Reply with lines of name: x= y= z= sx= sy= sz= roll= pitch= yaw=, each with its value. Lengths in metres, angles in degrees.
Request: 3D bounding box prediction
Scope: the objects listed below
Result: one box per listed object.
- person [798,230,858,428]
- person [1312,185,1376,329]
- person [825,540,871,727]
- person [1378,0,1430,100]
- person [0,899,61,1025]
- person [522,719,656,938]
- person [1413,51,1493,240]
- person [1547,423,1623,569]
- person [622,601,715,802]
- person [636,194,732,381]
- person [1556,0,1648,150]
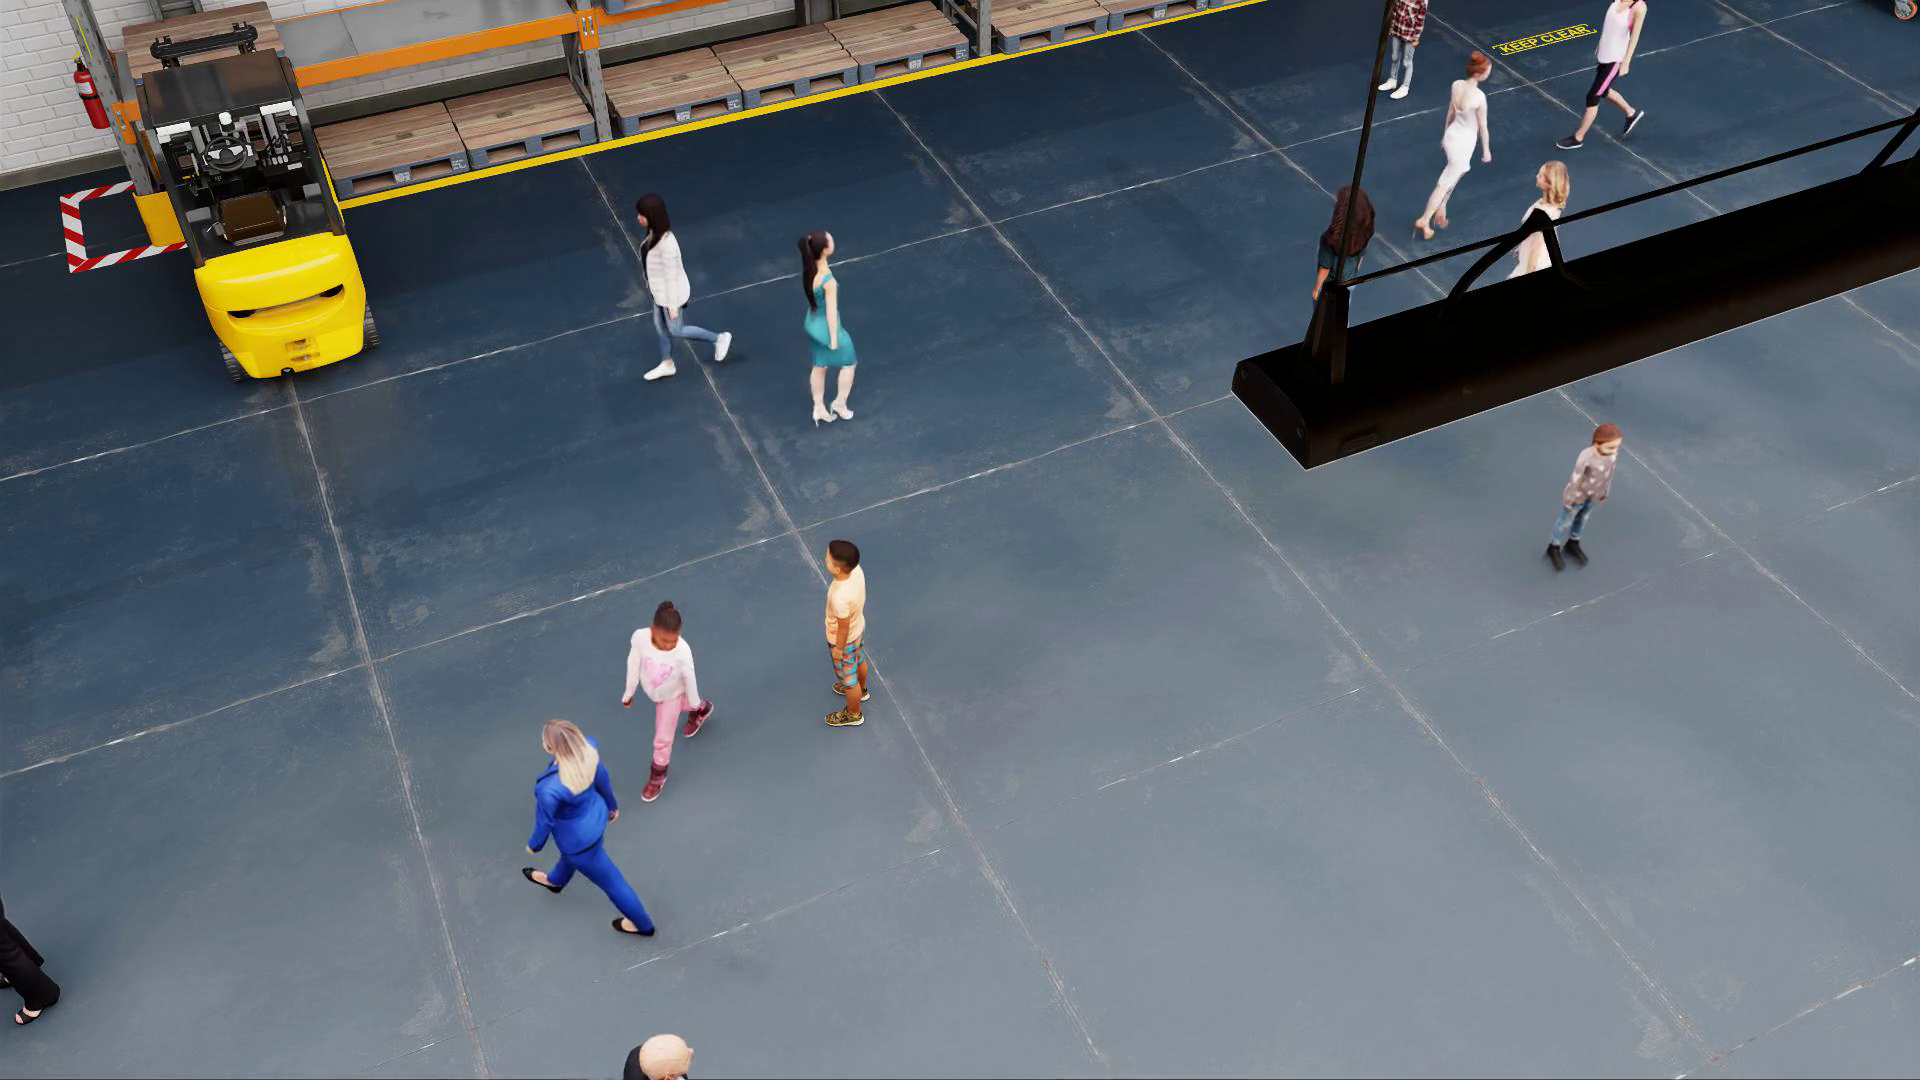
person: x=-1.064 y=-1.510 z=12.205 sx=0.650 sy=1.674 sz=0.606 roll=-28 pitch=50 yaw=-26
person: x=2.892 y=-1.995 z=12.755 sx=0.521 sy=1.616 sz=0.648 roll=-19 pitch=47 yaw=-18
person: x=-0.689 y=0.552 z=10.194 sx=0.637 sy=1.461 sz=0.602 roll=7 pitch=44 yaw=7
person: x=4.321 y=-4.916 z=16.047 sx=0.564 sy=1.305 sz=0.562 roll=-28 pitch=50 yaw=-26
person: x=-5.123 y=1.922 z=8.612 sx=0.577 sy=1.660 sz=0.621 roll=-28 pitch=50 yaw=-26
person: x=-1.936 y=1.607 z=8.942 sx=1.152 sy=1.660 sz=1.052 roll=11 pitch=45 yaw=11
person: x=4.083 y=-3.256 z=13.960 sx=0.701 sy=1.780 sz=0.618 roll=-13 pitch=45 yaw=-14
person: x=4.250 y=-0.333 z=11.318 sx=0.441 sy=1.193 sz=0.564 roll=-12 pitch=45 yaw=-12
person: x=-1.727 y=0.825 z=9.938 sx=0.933 sy=1.419 sz=1.078 roll=23 pitch=48 yaw=23
person: x=-2.147 y=-1.925 z=12.679 sx=0.940 sy=1.619 sz=0.641 roll=-19 pitch=47 yaw=-19
person: x=6.017 y=-4.392 z=15.160 sx=1.109 sy=1.770 sz=0.821 roll=-6 pitch=44 yaw=-7
